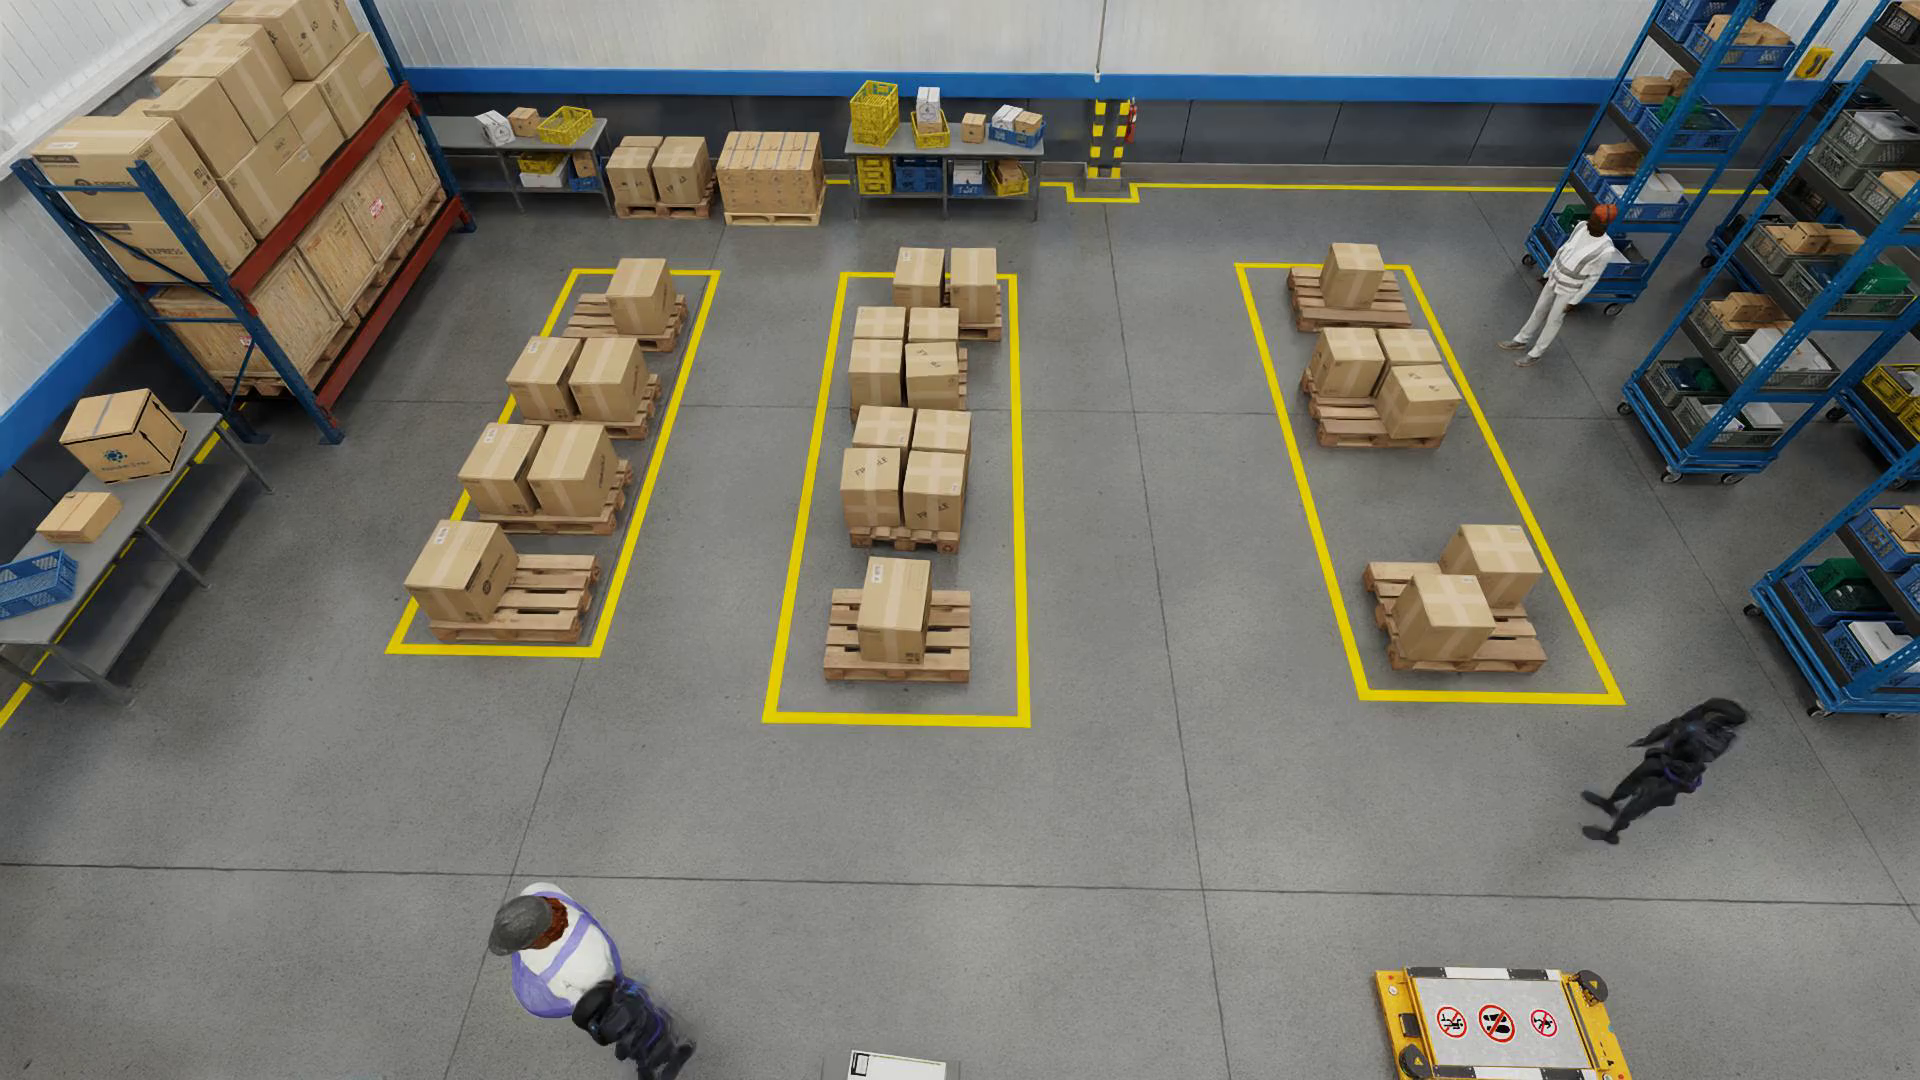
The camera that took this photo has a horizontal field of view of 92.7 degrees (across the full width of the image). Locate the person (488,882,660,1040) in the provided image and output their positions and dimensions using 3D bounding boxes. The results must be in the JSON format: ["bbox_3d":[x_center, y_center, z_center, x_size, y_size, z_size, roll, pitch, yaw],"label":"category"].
[{"bbox_3d":[-2.239,2.508,5.300,0.682,2.000,0.538,35,59,25],"label":"person"}]

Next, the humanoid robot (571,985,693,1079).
[{"bbox_3d":[-1.884,2.874,5.236,0.591,1.651,0.432,31,57,23],"label":"humanoid robot"}]

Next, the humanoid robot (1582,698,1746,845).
[{"bbox_3d":[4.802,1.595,6.277,0.326,1.649,0.637,20,54,16],"label":"humanoid robot"}]

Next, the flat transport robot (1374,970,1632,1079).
[{"bbox_3d":[3.501,3.133,5.914,1.431,0.197,0.652,1,51,1],"label":"flat transport robot"}]

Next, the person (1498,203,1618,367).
[{"bbox_3d":[6.324,-2.663,9.614,0.355,1.884,0.573,-7,51,-6],"label":"person"}]
